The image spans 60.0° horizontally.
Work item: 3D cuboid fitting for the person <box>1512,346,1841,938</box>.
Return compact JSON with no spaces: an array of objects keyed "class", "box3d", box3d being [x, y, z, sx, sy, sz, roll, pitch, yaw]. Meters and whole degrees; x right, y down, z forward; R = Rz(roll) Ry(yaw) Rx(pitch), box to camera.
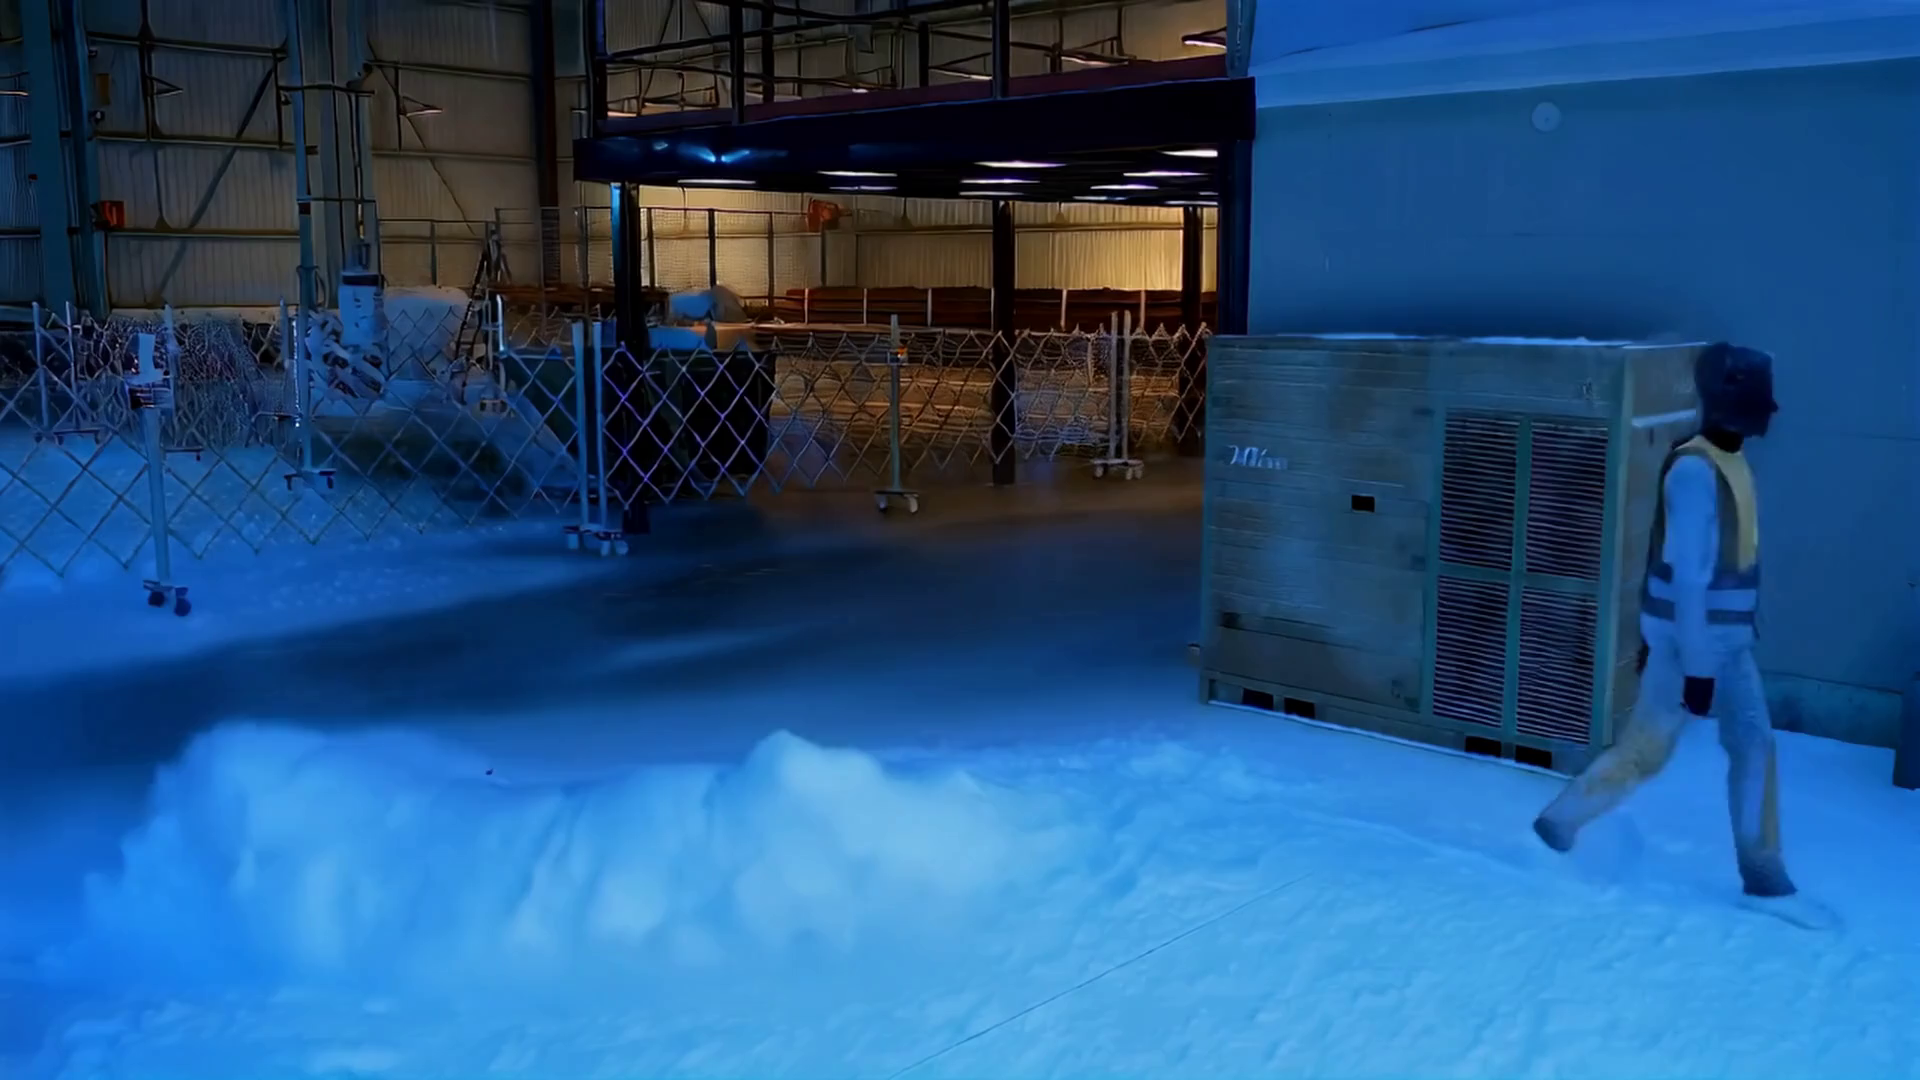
[{"class":"person","box3d":[2.285,0.304,5.295,0.962,1.844,0.594,7,12,37]}]
